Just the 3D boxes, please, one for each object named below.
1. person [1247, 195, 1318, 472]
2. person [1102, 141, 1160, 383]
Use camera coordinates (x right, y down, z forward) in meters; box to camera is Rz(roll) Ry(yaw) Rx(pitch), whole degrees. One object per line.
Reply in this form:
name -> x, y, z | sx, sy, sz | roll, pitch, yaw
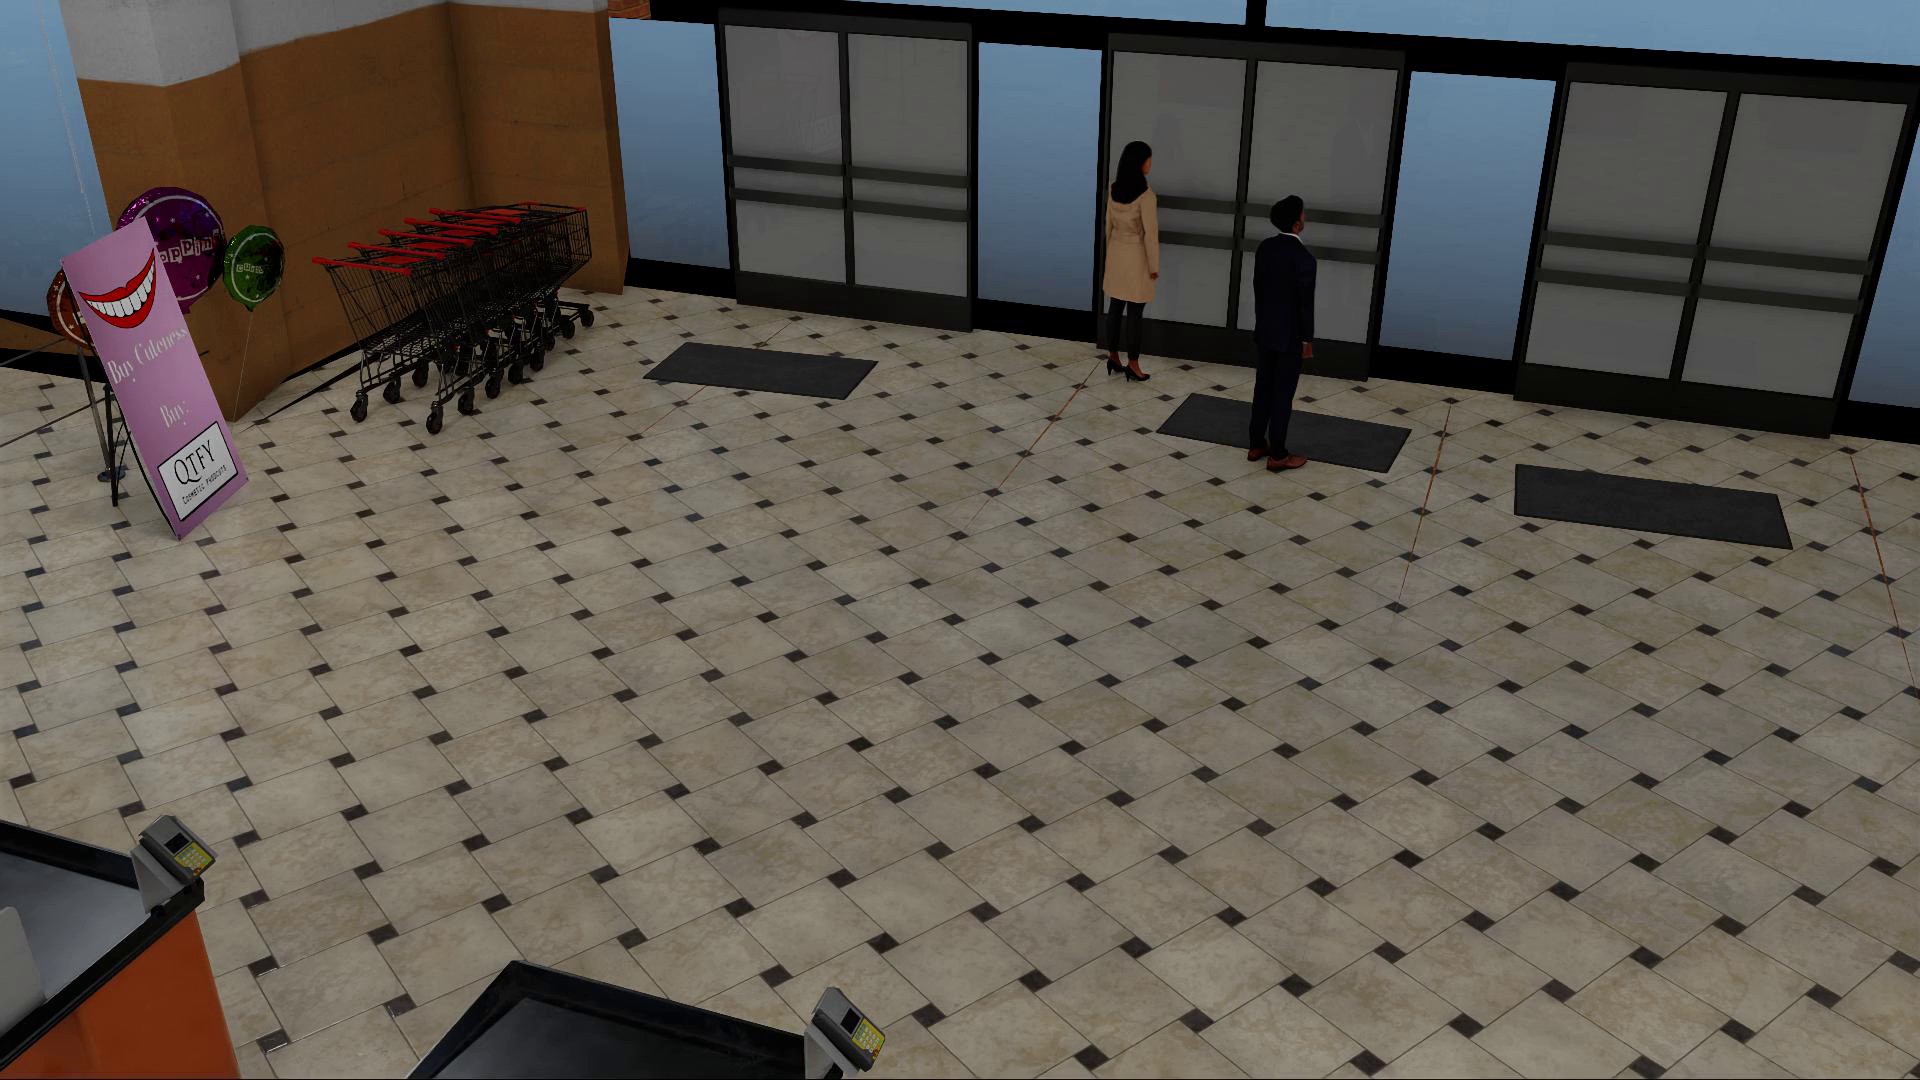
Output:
person -> 1.969, -1.270, 10.230 | 0.734, 1.729, 0.709 | -17, 31, -30
person -> 1.184, -1.931, 11.585 | 0.722, 1.680, 0.720 | -19, 33, -33
